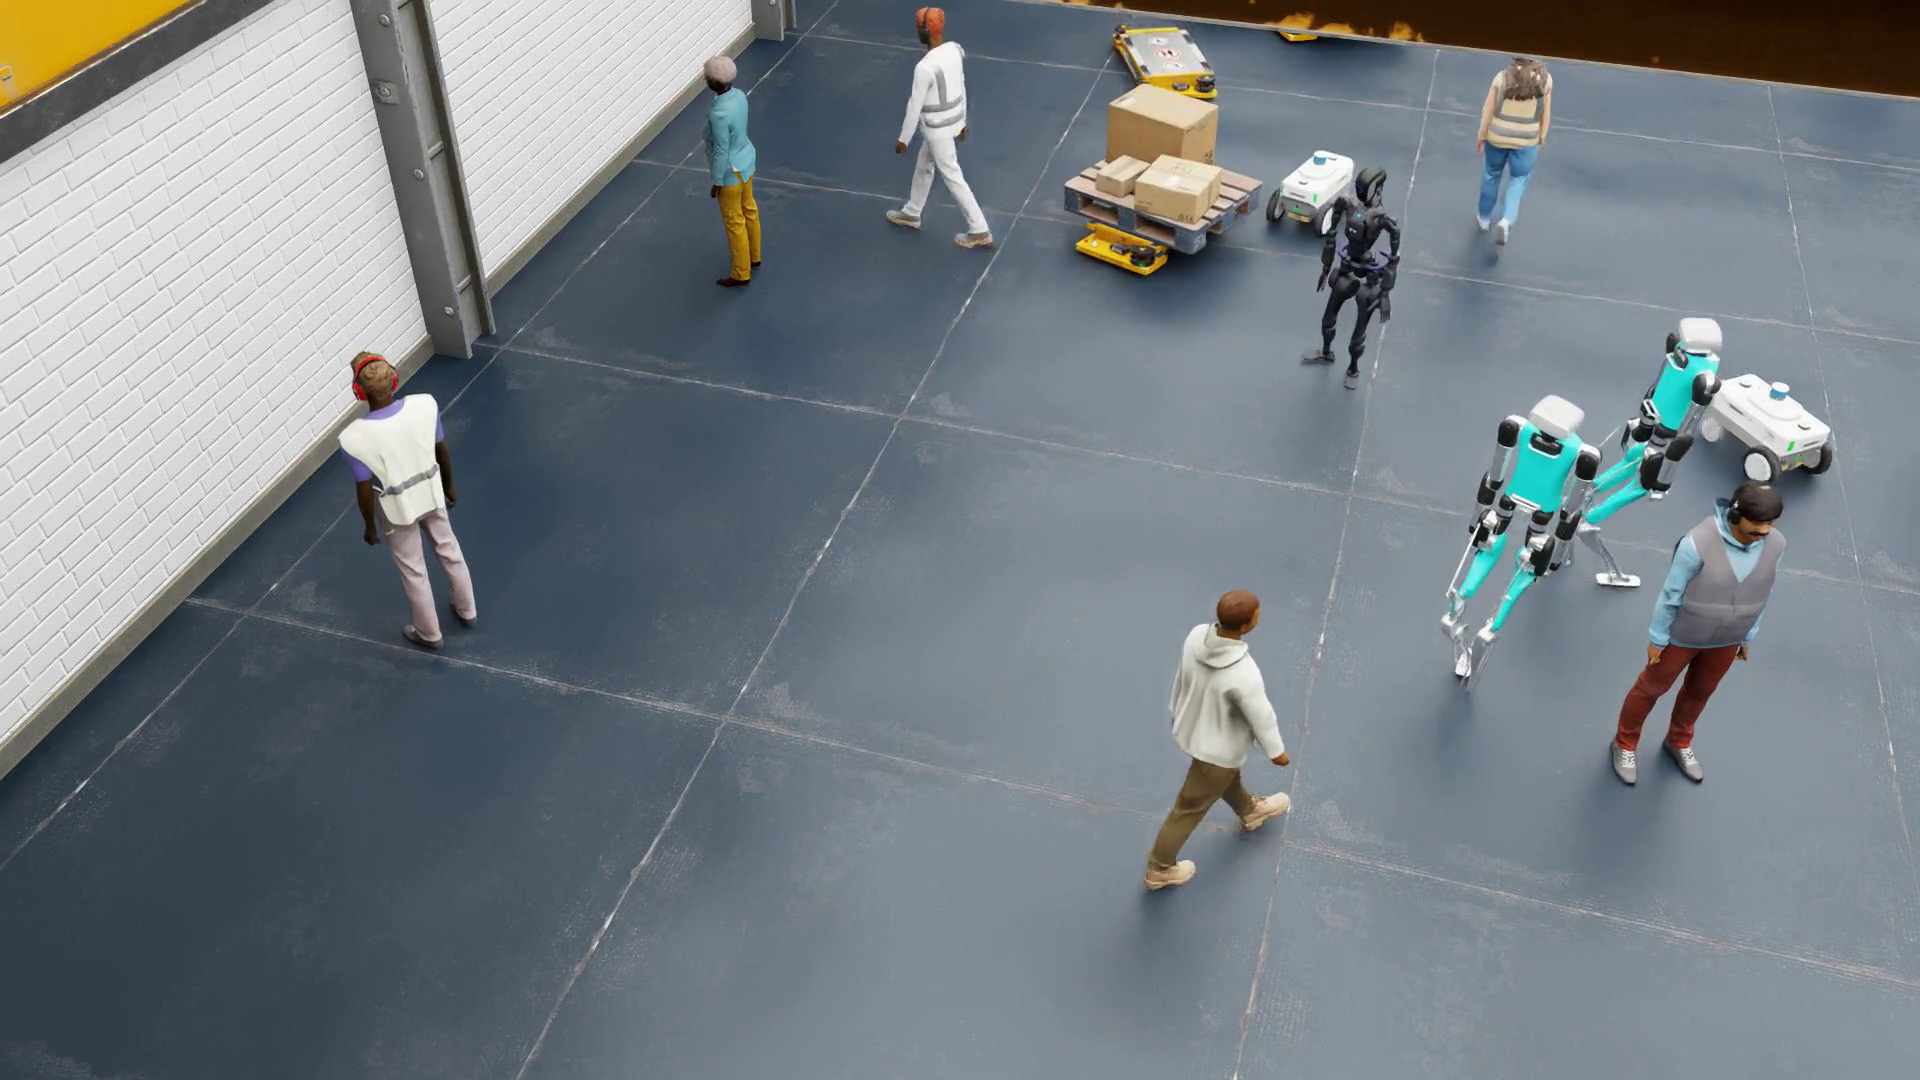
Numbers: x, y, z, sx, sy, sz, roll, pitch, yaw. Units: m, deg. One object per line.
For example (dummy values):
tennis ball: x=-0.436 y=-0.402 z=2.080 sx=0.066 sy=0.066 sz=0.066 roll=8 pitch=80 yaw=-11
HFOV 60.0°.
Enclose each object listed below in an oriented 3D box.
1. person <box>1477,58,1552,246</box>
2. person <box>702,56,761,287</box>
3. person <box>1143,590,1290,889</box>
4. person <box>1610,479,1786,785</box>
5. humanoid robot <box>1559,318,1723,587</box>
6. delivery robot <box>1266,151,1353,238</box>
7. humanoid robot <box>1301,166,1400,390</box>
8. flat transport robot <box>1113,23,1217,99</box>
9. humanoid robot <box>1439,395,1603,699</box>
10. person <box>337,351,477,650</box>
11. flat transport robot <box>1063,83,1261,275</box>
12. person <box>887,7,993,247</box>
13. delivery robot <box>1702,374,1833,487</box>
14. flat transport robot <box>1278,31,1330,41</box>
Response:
person: x=4.209 y=-3.072 z=12.687 sx=0.511 sy=1.688 sz=0.658 roll=11 pitch=40 yaw=14
person: x=-1.683 y=-2.696 z=12.173 sx=0.341 sy=1.754 sz=0.520 roll=10 pitch=40 yaw=12
person: x=1.275 y=0.903 z=7.720 sx=0.922 sy=1.723 sz=0.515 roll=-14 pitch=41 yaw=-17
person: x=3.635 y=0.440 z=8.180 sx=0.539 sy=1.872 sz=0.414 roll=-3 pitch=39 yaw=-4
humanoid robot: x=3.715 y=-0.443 z=9.409 sx=0.727 sy=1.813 sz=0.539 roll=0 pitch=39 yaw=0
delivery robot: x=2.821 y=-2.785 z=13.255 sx=0.499 sy=0.613 sz=0.807 roll=24 pitch=45 yaw=27
humanoid robot: x=2.642 y=-1.771 z=11.094 sx=0.389 sy=1.639 sz=0.671 roll=-32 pitch=49 yaw=-33
flat transport robot: x=1.908 y=-4.486 z=15.584 sx=0.659 sy=0.231 sz=1.431 roll=-5 pitch=39 yaw=-7
humanoid robot: x=2.829 y=0.168 z=8.717 sx=0.553 sy=1.911 sz=0.721 roll=26 pitch=46 yaw=29
person: x=-2.964 y=-0.181 z=8.971 sx=0.391 sy=1.845 sz=0.562 roll=31 pitch=48 yaw=32
flat transport robot: x=1.592 y=-2.532 z=13.154 sx=0.659 sy=0.231 sz=1.431 roll=26 pitch=46 yaw=29
person: x=-0.146 y=-3.129 z=12.649 sx=0.957 sy=1.841 sz=0.591 roll=15 pitch=41 yaw=18
delivery robot: x=5.191 y=-0.733 z=10.677 sx=0.499 sy=0.581 sz=0.768 roll=-14 pitch=41 yaw=-17
flat transport robot: x=3.777 y=-5.227 z=16.506 sx=1.431 sy=0.231 sz=0.659 roll=-11 pitch=40 yaw=-14
